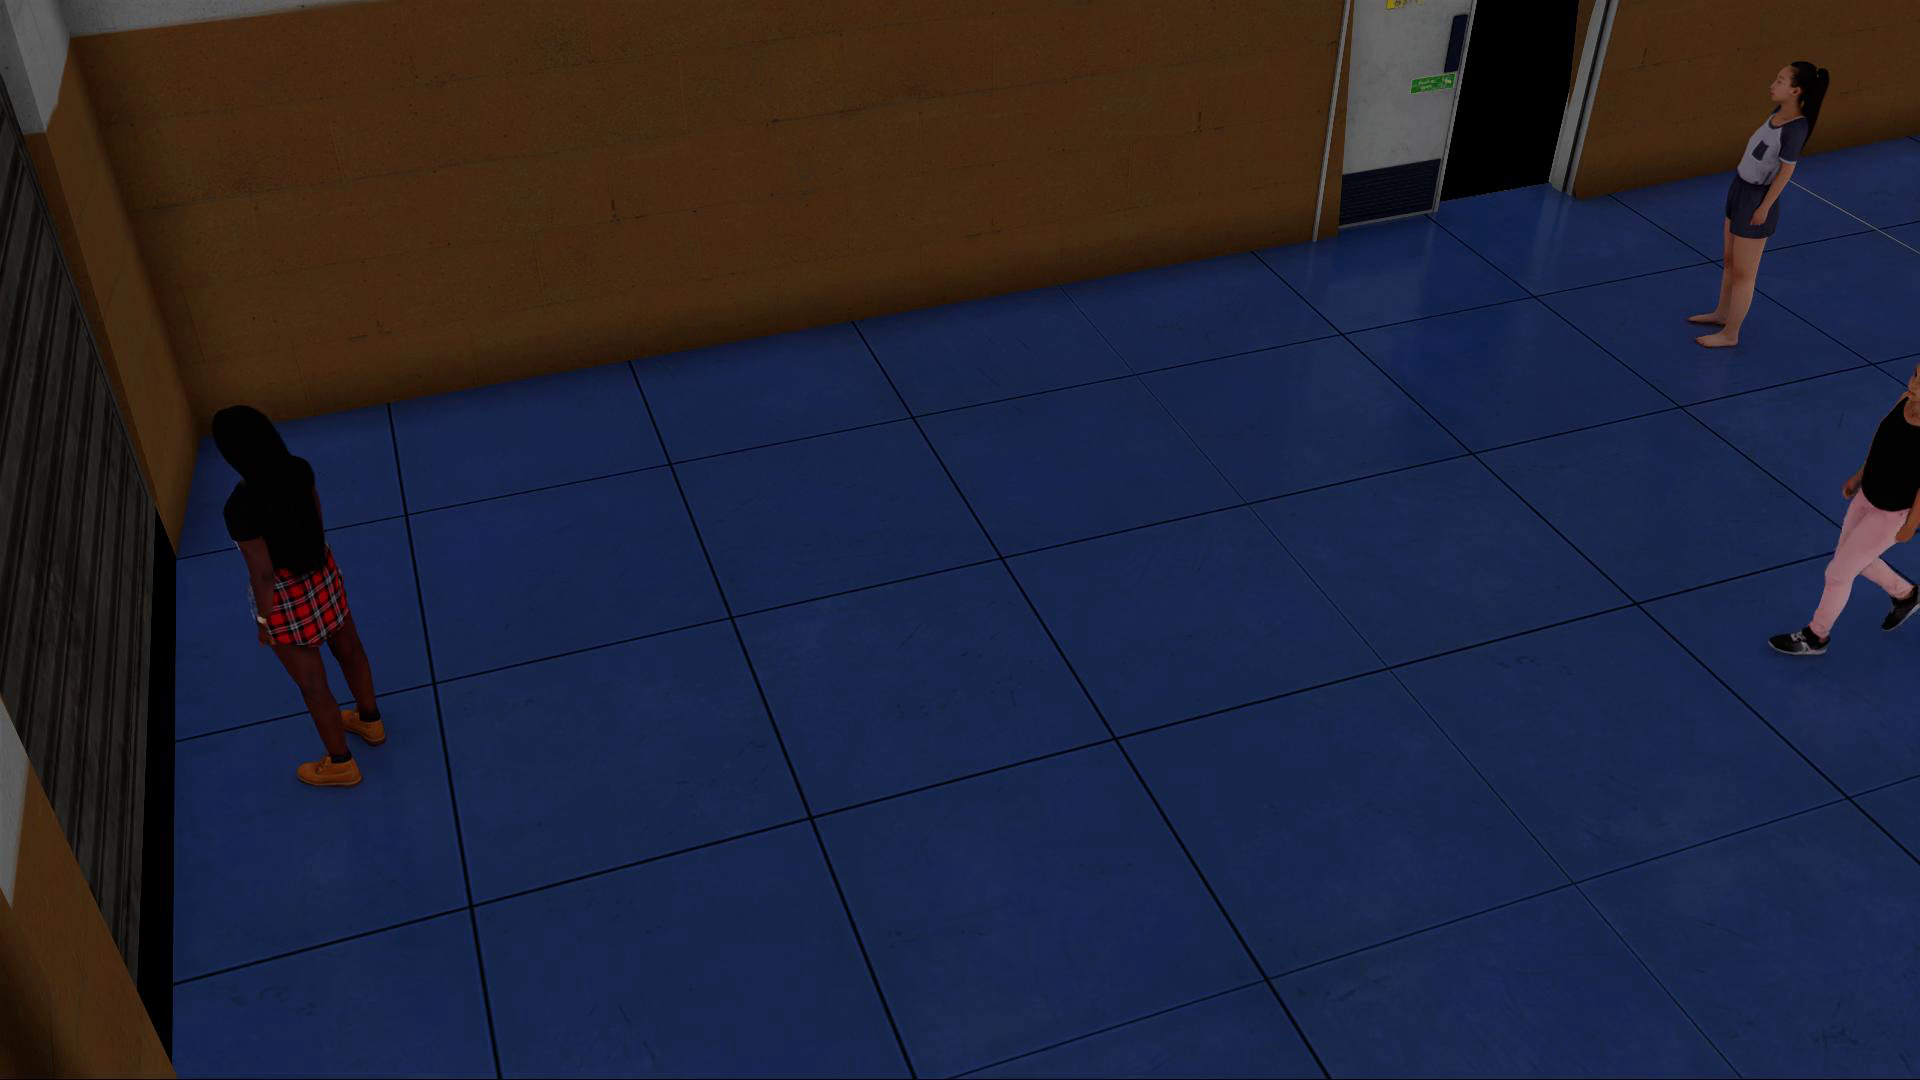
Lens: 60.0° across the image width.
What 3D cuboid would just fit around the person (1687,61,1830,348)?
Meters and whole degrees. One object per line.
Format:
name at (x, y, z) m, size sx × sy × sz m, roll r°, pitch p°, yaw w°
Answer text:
person at (4.443, -1.864, 9.257) m, size 0.733 × 1.651 × 0.620 m, roll 5°, pitch 37°, yaw 7°

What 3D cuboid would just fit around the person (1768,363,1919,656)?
person at (3.985, -0.148, 7.058) m, size 0.798 × 1.545 × 0.925 m, roll 0°, pitch 37°, yaw 0°

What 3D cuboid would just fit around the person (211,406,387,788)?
person at (-2.541, 0.222, 6.415) m, size 0.784 × 1.727 × 0.704 m, roll 9°, pitch 38°, yaw 12°
